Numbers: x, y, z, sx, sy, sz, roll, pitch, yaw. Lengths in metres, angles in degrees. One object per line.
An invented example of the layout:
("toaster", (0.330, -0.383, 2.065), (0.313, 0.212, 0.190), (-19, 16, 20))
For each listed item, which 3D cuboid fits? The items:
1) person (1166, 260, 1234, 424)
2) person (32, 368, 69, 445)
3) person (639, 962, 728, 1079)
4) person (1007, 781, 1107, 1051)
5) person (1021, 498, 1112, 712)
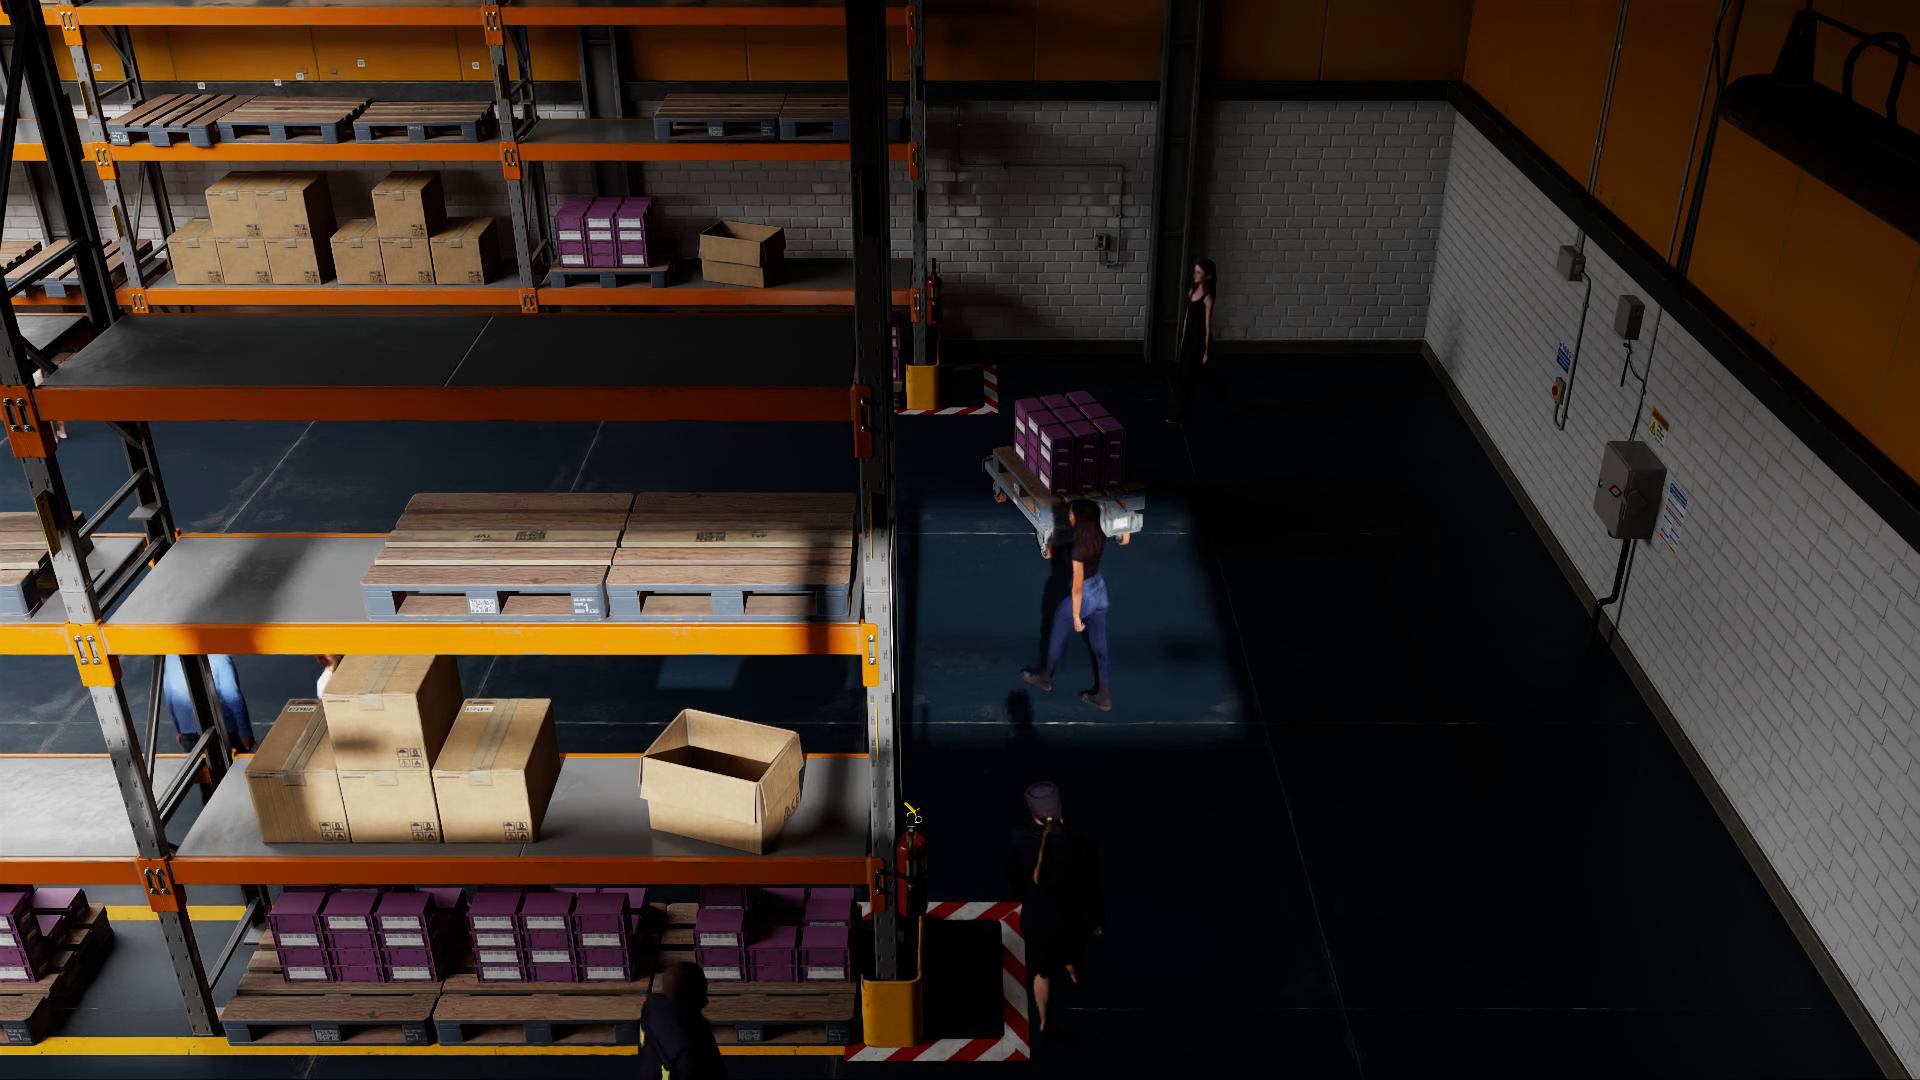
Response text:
("person", (2.497, -2.023, 16.918), (1.122, 1.726, 0.872), (-13, 31, -22))
("person", (-9.144, -1.460, 16.624), (0.497, 1.019, 0.472), (11, 30, 19))
("person", (-1.402, 2.791, 8.008), (0.920, 1.806, 0.881), (-12, 31, -22))
("person", (0.498, 2.167, 9.332), (0.981, 1.635, 0.957), (10, 30, 17))
("person", (1.011, 0.510, 12.287), (1.038, 1.713, 0.932), (22, 36, 35))
